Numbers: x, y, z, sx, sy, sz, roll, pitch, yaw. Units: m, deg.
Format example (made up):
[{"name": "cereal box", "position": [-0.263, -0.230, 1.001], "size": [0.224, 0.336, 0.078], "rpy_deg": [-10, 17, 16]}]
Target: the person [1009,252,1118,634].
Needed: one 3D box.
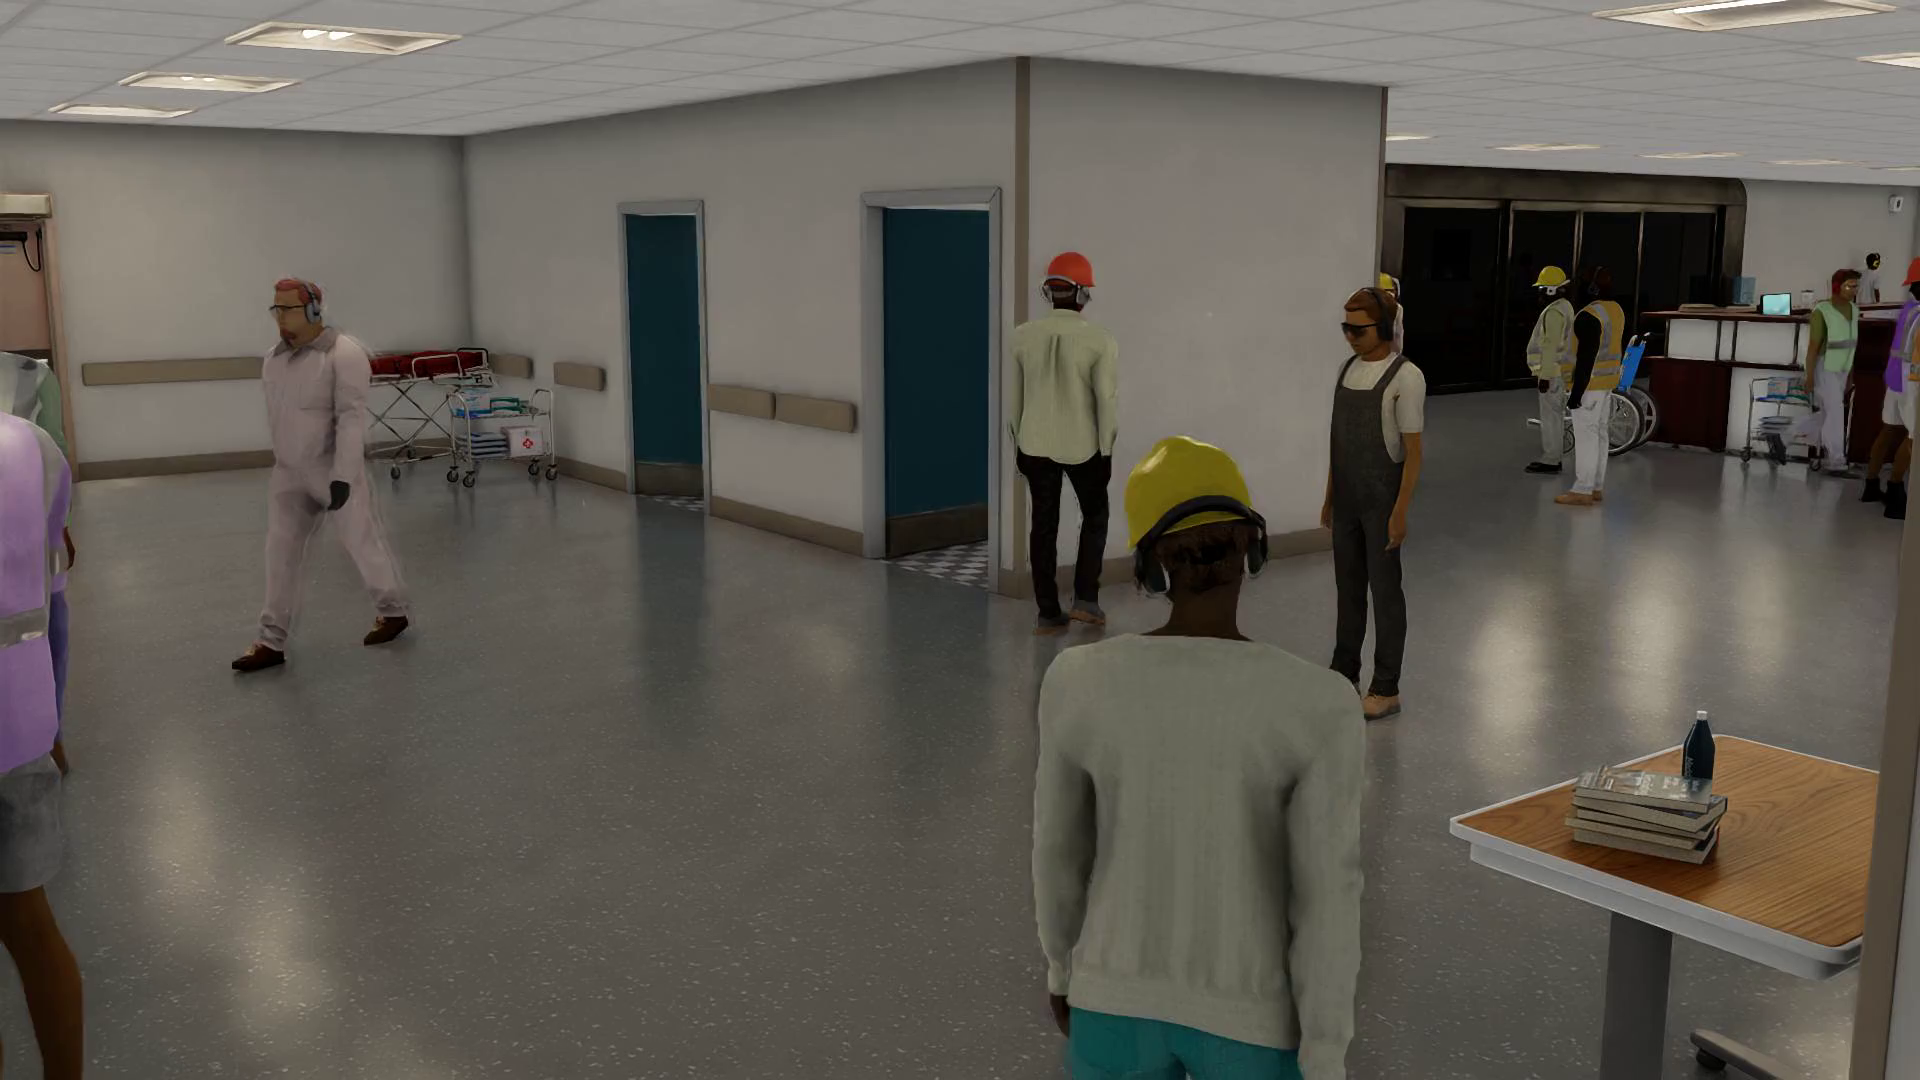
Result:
[{"name": "person", "position": [0.550, -0.495, 8.654], "size": [0.616, 1.977, 0.516], "rpy_deg": [4, 11, 21]}]

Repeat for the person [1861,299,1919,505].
[{"name": "person", "position": [7.273, -1.185, 12.778], "size": [0.471, 1.887, 0.644], "rpy_deg": [3, 11, 18]}]

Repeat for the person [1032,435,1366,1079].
[{"name": "person", "position": [0.352, 0.713, 2.567], "size": [0.541, 1.722, 0.758], "rpy_deg": [4, 11, 21]}]

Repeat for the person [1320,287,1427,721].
[{"name": "person", "position": [1.739, -0.155, 7.111], "size": [0.343, 1.840, 0.507], "rpy_deg": [-5, 11, -28]}]

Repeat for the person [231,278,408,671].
[{"name": "person", "position": [-3.136, -0.343, 8.120], "size": [0.637, 1.863, 0.993], "rpy_deg": [3, 11, 18]}]

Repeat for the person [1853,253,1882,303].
[{"name": "person", "position": [15.465, -3.959, 28.392], "size": [0.342, 1.860, 0.518], "rpy_deg": [-4, 11, -21]}]

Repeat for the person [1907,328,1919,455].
[{"name": "person", "position": [5.733, -0.634, 9.533], "size": [0.377, 1.932, 0.552], "rpy_deg": [-7, 12, -35]}]

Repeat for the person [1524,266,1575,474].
[{"name": "person", "position": [5.193, -1.489, 14.645], "size": [0.403, 1.824, 0.596], "rpy_deg": [5, 11, 26]}]

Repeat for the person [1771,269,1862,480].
[{"name": "person", "position": [7.513, -1.458, 14.504], "size": [0.602, 1.811, 0.835], "rpy_deg": [-6, 12, -32]}]

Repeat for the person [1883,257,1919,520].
[{"name": "person", "position": [7.039, -1.105, 12.194], "size": [0.373, 1.928, 0.543], "rpy_deg": [7, 12, 33]}]

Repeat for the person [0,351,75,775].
[{"name": "person", "position": [-3.636, -0.043, 6.188], "size": [0.615, 1.945, 0.404], "rpy_deg": [-5, 11, -27]}]

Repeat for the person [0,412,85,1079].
[{"name": "person", "position": [-2.073, 0.413, 3.405], "size": [0.411, 2.033, 0.613], "rpy_deg": [1, 10, 8]}]

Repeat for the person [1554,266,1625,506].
[{"name": "person", "position": [4.875, -1.189, 12.899], "size": [0.429, 1.846, 0.625], "rpy_deg": [8, 13, 38]}]
